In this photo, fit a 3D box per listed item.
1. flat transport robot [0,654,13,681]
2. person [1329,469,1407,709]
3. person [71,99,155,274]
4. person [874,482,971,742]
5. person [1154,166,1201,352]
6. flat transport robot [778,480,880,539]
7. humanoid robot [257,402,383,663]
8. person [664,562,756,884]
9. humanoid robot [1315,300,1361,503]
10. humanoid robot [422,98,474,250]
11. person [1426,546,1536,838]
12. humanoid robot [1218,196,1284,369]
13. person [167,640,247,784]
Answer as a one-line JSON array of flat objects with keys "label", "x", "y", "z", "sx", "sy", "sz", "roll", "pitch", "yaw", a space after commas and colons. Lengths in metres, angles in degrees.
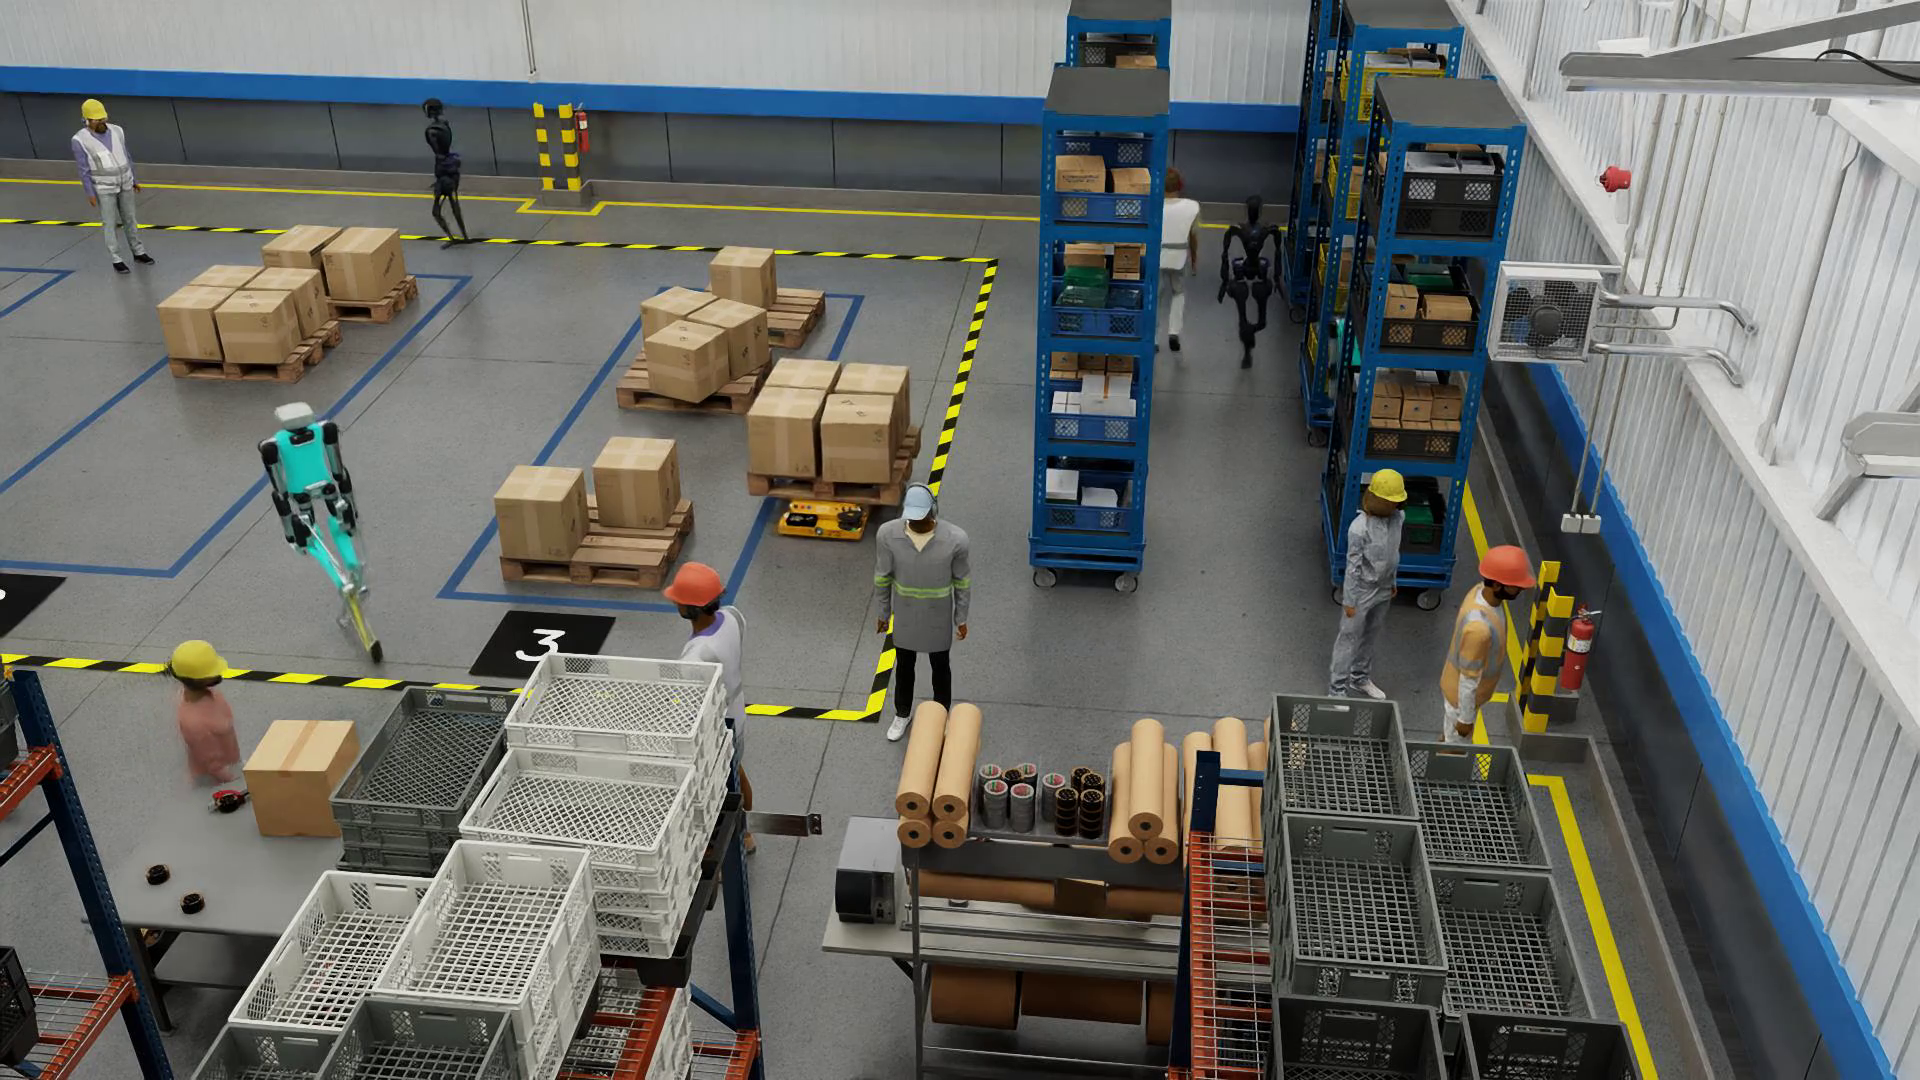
[{"label": "flat transport robot", "x": -7.142, "y": 0.969, "z": 11.010, "sx": 1.431, "sy": 0.231, "sz": 0.659, "roll": 3, "pitch": 30, "yaw": 6}, {"label": "person", "x": 2.639, "y": 0.323, "z": 10.651, "sx": 0.492, "sy": 1.743, "sz": 0.295, "roll": -22, "pitch": 37, "yaw": -33}, {"label": "person", "x": -8.940, "y": -3.744, "z": 17.549, "sx": 0.404, "sy": 1.830, "sz": 0.598, "roll": 17, "pitch": 34, "yaw": 27}, {"label": "person", "x": -0.238, "y": 0.465, "z": 10.300, "sx": 0.596, "sy": 1.850, "sz": 0.397, "roll": 4, "pitch": 30, "yaw": 7}, {"label": "person", "x": 1.942, "y": -2.603, "z": 15.588, "sx": 0.597, "sy": 1.826, "sz": 0.460, "roll": 1, "pitch": 30, "yaw": 1}, {"label": "flat transport robot", "x": -0.991, "y": -0.458, "z": 13.432, "sx": 0.652, "sy": 0.197, "sz": 1.431, "roll": 4, "pitch": 30, "yaw": 7}, {"label": "humanoid robot", "x": -4.193, "y": -0.008, "z": 11.249, "sx": 0.544, "sy": 1.764, "sz": 0.955, "roll": -26, "pitch": 39, "yaw": -37}, {"label": "person", "x": -1.374, "y": 1.015, "z": 9.167, "sx": 0.375, "sy": 2.045, "sz": 0.604, "roll": 8, "pitch": 31, "yaw": 13}, {"label": "humanoid robot", "x": 3.256, "y": -1.131, "z": 13.201, "sx": 1.047, "sy": 1.759, "sz": 0.551, "roll": -23, "pitch": 37, "yaw": -34}, {"label": "humanoid robot", "x": -5.617, "y": -4.009, "z": 18.159, "sx": 0.367, "sy": 1.643, "sz": 0.608, "roll": -2, "pitch": 30, "yaw": -3}, {"label": "person", "x": 2.965, "y": 0.863, "z": 9.550, "sx": 0.402, "sy": 1.929, "sz": 0.537, "roll": 12, "pitch": 32, "yaw": 19}, {"label": "humanoid robot", "x": 2.722, "y": -2.459, "z": 15.518, "sx": 0.609, "sy": 1.631, "sz": 0.573, "roll": 1, "pitch": 30, "yaw": 2}, {"label": "person", "x": -3.911, "y": 1.257, "z": 9.041, "sx": 0.480, "sy": 1.750, "sz": 0.560, "roll": -6, "pitch": 31, "yaw": -10}]
